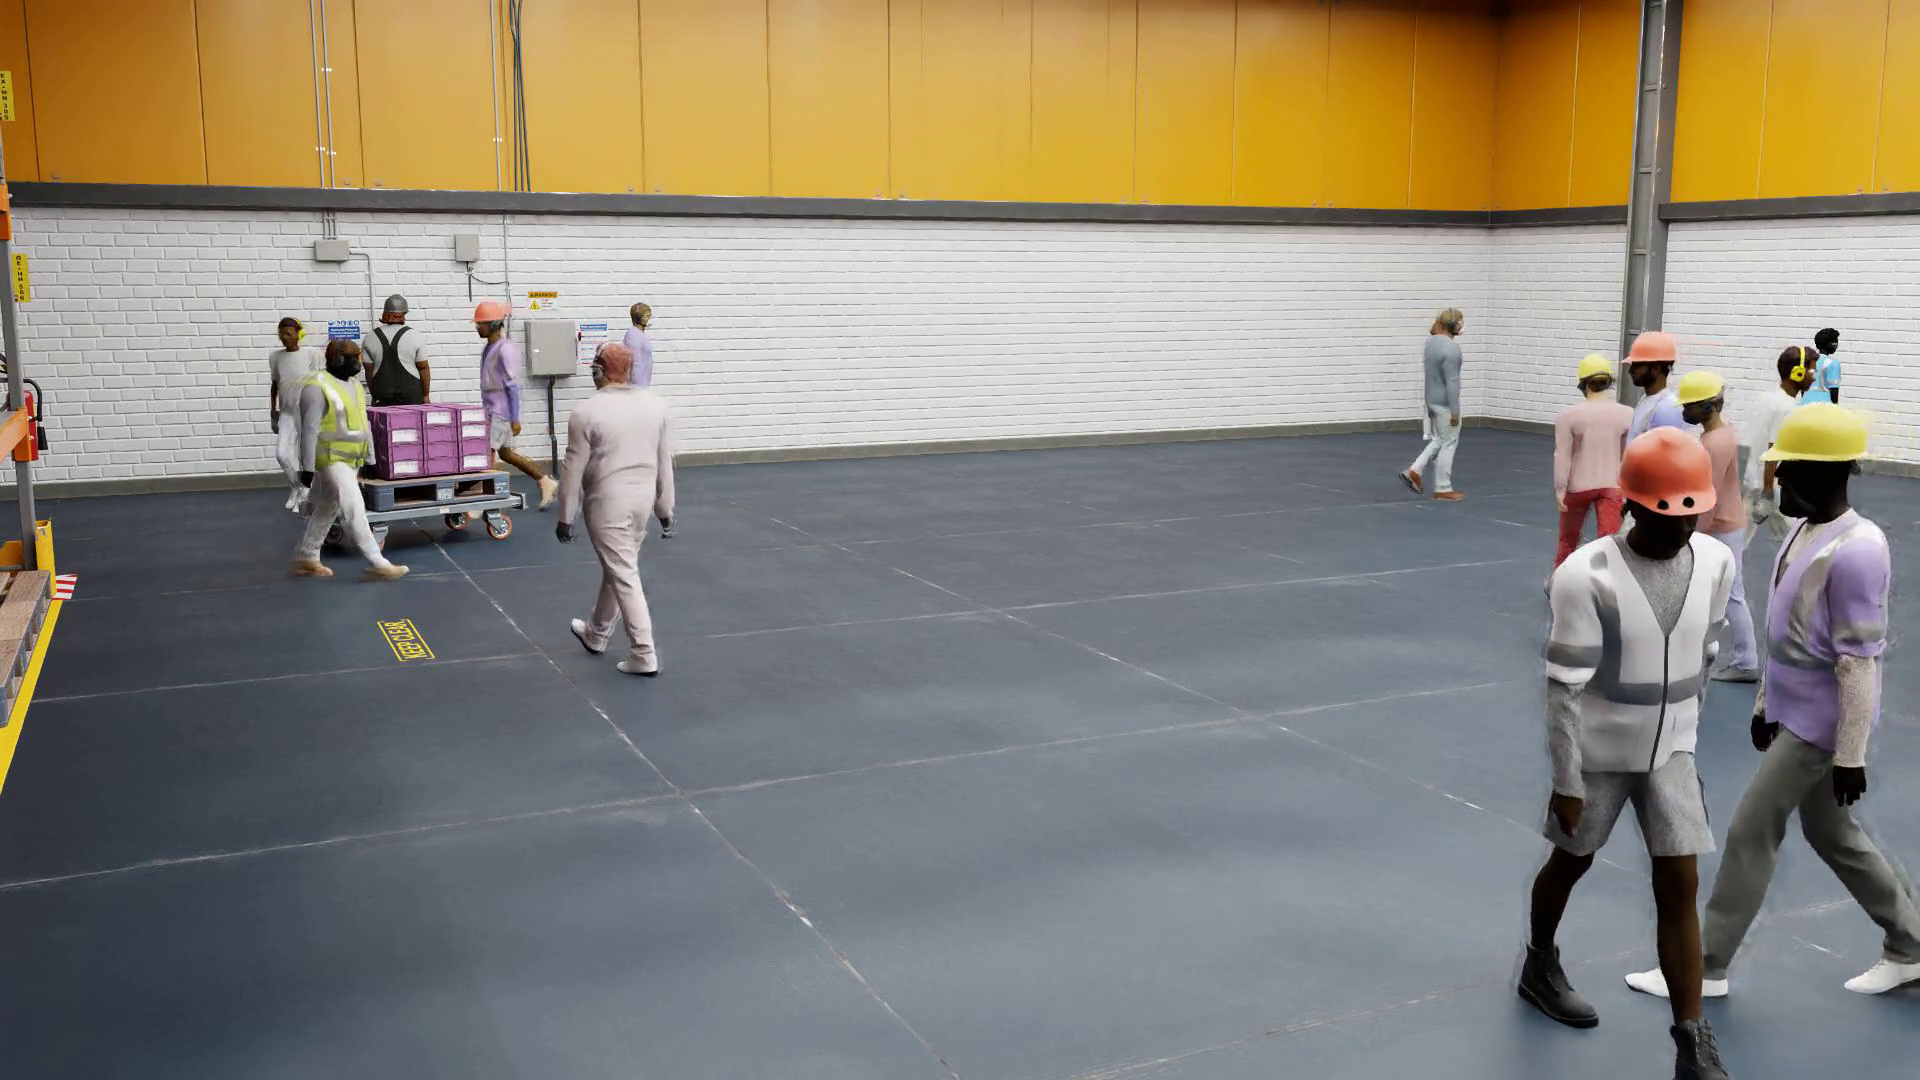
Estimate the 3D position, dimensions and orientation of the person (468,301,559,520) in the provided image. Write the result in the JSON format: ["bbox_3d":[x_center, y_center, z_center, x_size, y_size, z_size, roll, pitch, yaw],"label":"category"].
[{"bbox_3d":[-4.174,-1.203,15.375,0.934,2.013,0.618,-5,11,-31],"label":"person"}]

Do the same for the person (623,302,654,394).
[{"bbox_3d":[-3.524,-1.641,18.284,0.353,1.937,0.635,-1,9,-9],"label":"person"}]

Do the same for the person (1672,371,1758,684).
[{"bbox_3d":[4.049,-0.065,9.160,0.810,1.715,0.554,3,10,20],"label":"person"}]

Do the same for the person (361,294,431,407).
[{"bbox_3d":[-5.811,-1.533,17.295,0.679,2.000,0.537,0,9,1],"label":"person"}]

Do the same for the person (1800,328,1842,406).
[{"bbox_3d":[8.836,-1.328,17.095,0.321,1.694,0.529,-2,9,-10],"label":"person"}]

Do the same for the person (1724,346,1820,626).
[{"bbox_3d":[5.133,-0.317,10.490,1.006,1.809,0.526,2,9,11],"label":"person"}]

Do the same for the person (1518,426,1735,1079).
[{"bbox_3d":[1.898,0.595,4.665,0.585,1.852,1.005,-1,9,-8],"label":"person"}]

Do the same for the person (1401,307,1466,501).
[{"bbox_3d":[4.728,-1.326,16.378,0.513,1.919,0.644,-1,9,-4],"label":"person"}]

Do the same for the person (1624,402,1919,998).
[{"bbox_3d":[2.626,0.514,5.092,0.951,1.886,0.601,3,10,15],"label":"person"}]

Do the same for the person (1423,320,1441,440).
[{"bbox_3d":[6.410,-2.136,22.301,0.282,1.632,0.498,-3,10,-19],"label":"person"}]

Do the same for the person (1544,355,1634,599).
[{"bbox_3d":[4.134,-0.343,10.899,0.536,1.721,0.888,1,9,7],"label":"person"}]

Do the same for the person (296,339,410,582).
[{"bbox_3d":[-4.535,-0.583,12.227,0.983,1.782,0.634,2,9,10],"label":"person"}]

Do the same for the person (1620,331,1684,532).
[{"bbox_3d":[4.035,-0.248,9.687,0.474,1.921,0.552,3,9,15],"label":"person"}]

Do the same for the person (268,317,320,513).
[{"bbox_3d":[-6.246,-1.170,15.643,0.515,1.853,0.372,0,9,-3],"label":"person"}]

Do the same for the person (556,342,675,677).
[{"bbox_3d":[-2.024,-0.187,9.488,0.960,1.855,0.673,7,12,39],"label":"person"}]
